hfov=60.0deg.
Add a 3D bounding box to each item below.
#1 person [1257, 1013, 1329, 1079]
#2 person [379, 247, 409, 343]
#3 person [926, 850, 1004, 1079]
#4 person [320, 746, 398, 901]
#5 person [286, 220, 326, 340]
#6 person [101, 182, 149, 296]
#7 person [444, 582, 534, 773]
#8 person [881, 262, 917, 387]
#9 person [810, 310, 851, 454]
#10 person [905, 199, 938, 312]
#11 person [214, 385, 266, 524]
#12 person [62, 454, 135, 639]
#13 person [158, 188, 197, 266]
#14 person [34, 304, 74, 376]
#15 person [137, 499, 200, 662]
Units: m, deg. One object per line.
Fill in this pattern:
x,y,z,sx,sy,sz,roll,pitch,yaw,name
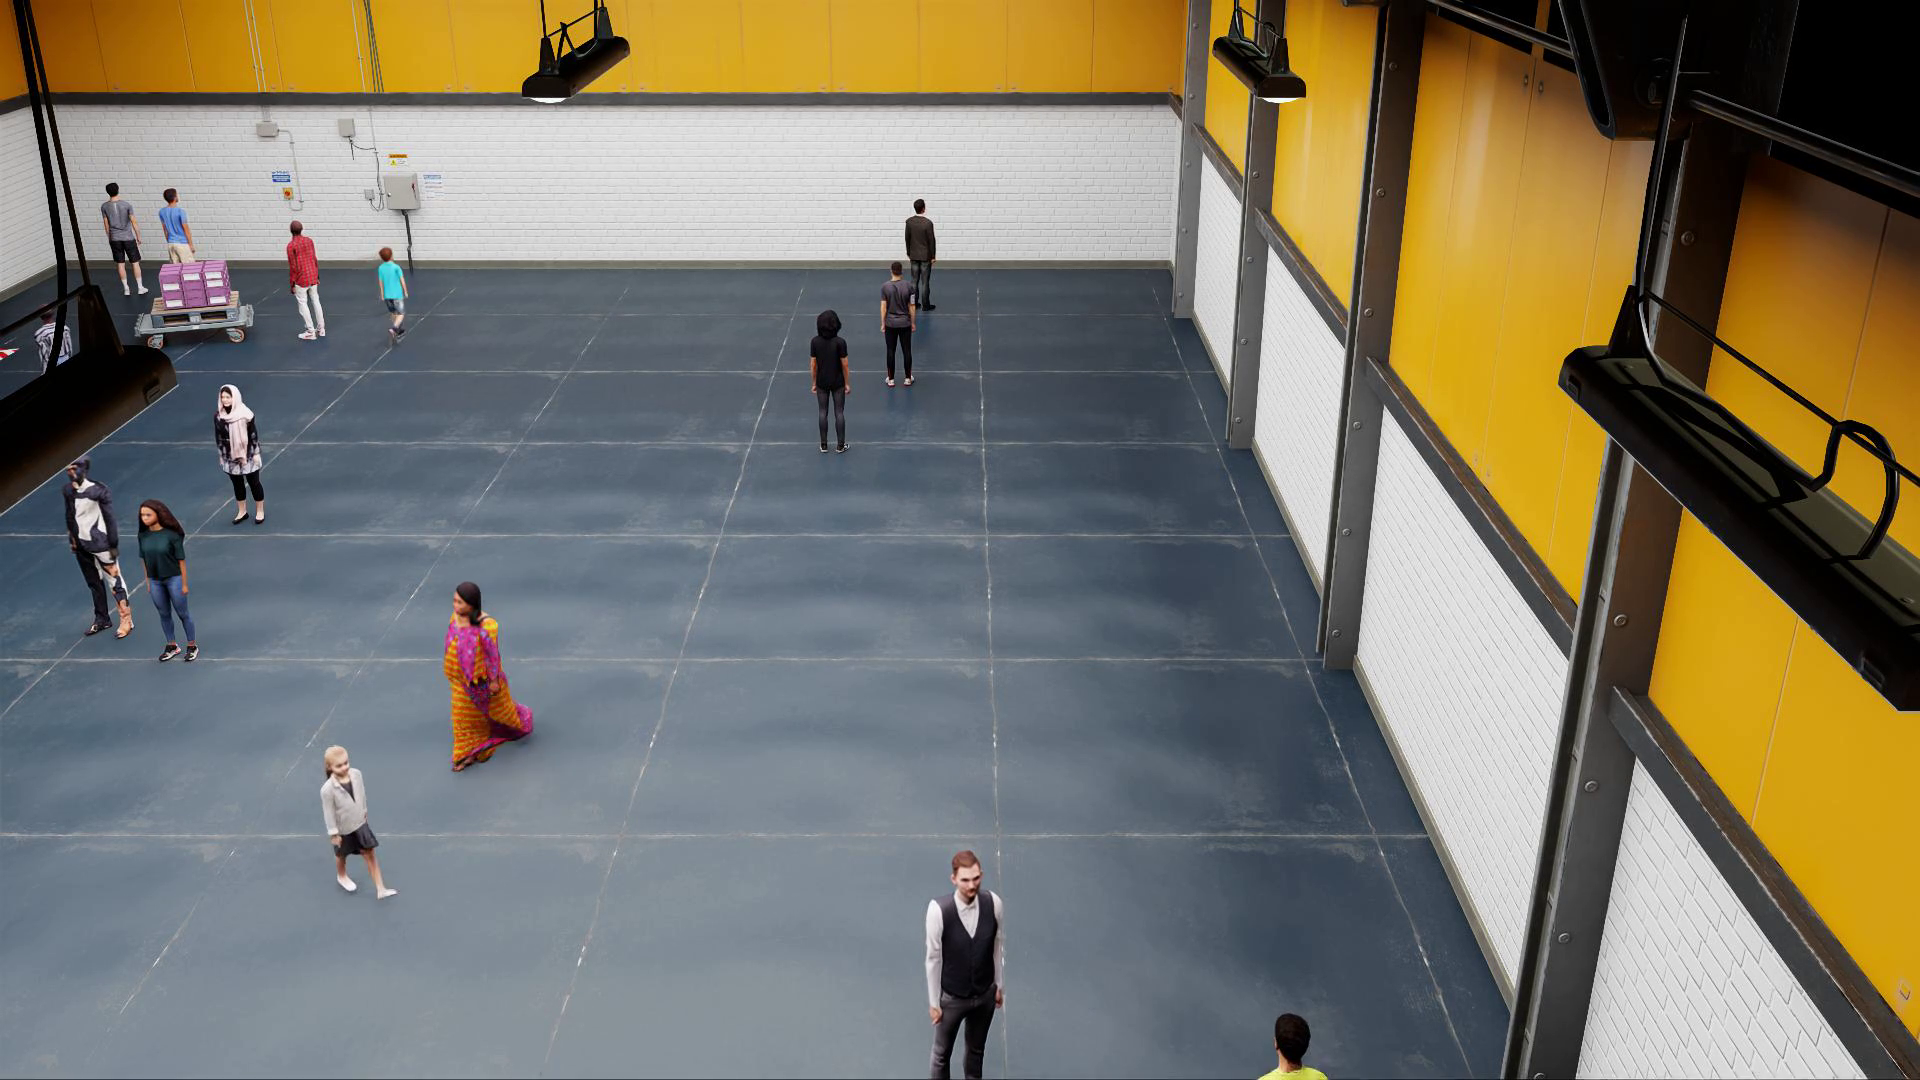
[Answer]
1.762,3.345,8.878,0.749,1.663,1.146,-4,24,-8,person
-8.669,-3.738,25.367,0.617,1.434,0.887,4,24,9,person
0.023,2.694,10.025,0.730,1.937,0.703,-9,25,-20,person
-4.558,2.079,12.297,0.895,1.244,0.866,19,30,36,person
-10.047,-4.003,25.492,0.814,1.819,0.695,14,27,29,person
-14.000,-5.033,27.784,0.709,1.871,0.629,-6,24,-13,person
-4.027,1.088,14.032,0.979,1.670,1.191,12,26,26,person
-0.877,-3.035,23.348,0.651,1.763,0.543,-2,24,-4,person
-1.635,-1.995,20.880,0.667,1.834,0.552,3,24,7,person
-0.637,-4.625,26.934,0.757,1.805,0.712,11,26,24,person
-8.137,-0.981,18.808,0.619,1.636,0.602,0,24,-1,person
-8.408,0.030,16.175,0.739,1.893,0.680,6,24,14,person
-12.858,-4.852,27.379,0.706,1.863,0.651,5,24,12,person
-11.517,-2.154,21.293,0.759,1.796,0.617,10,26,23,person
-7.507,0.369,15.744,0.598,1.617,0.591,1,24,3,person
